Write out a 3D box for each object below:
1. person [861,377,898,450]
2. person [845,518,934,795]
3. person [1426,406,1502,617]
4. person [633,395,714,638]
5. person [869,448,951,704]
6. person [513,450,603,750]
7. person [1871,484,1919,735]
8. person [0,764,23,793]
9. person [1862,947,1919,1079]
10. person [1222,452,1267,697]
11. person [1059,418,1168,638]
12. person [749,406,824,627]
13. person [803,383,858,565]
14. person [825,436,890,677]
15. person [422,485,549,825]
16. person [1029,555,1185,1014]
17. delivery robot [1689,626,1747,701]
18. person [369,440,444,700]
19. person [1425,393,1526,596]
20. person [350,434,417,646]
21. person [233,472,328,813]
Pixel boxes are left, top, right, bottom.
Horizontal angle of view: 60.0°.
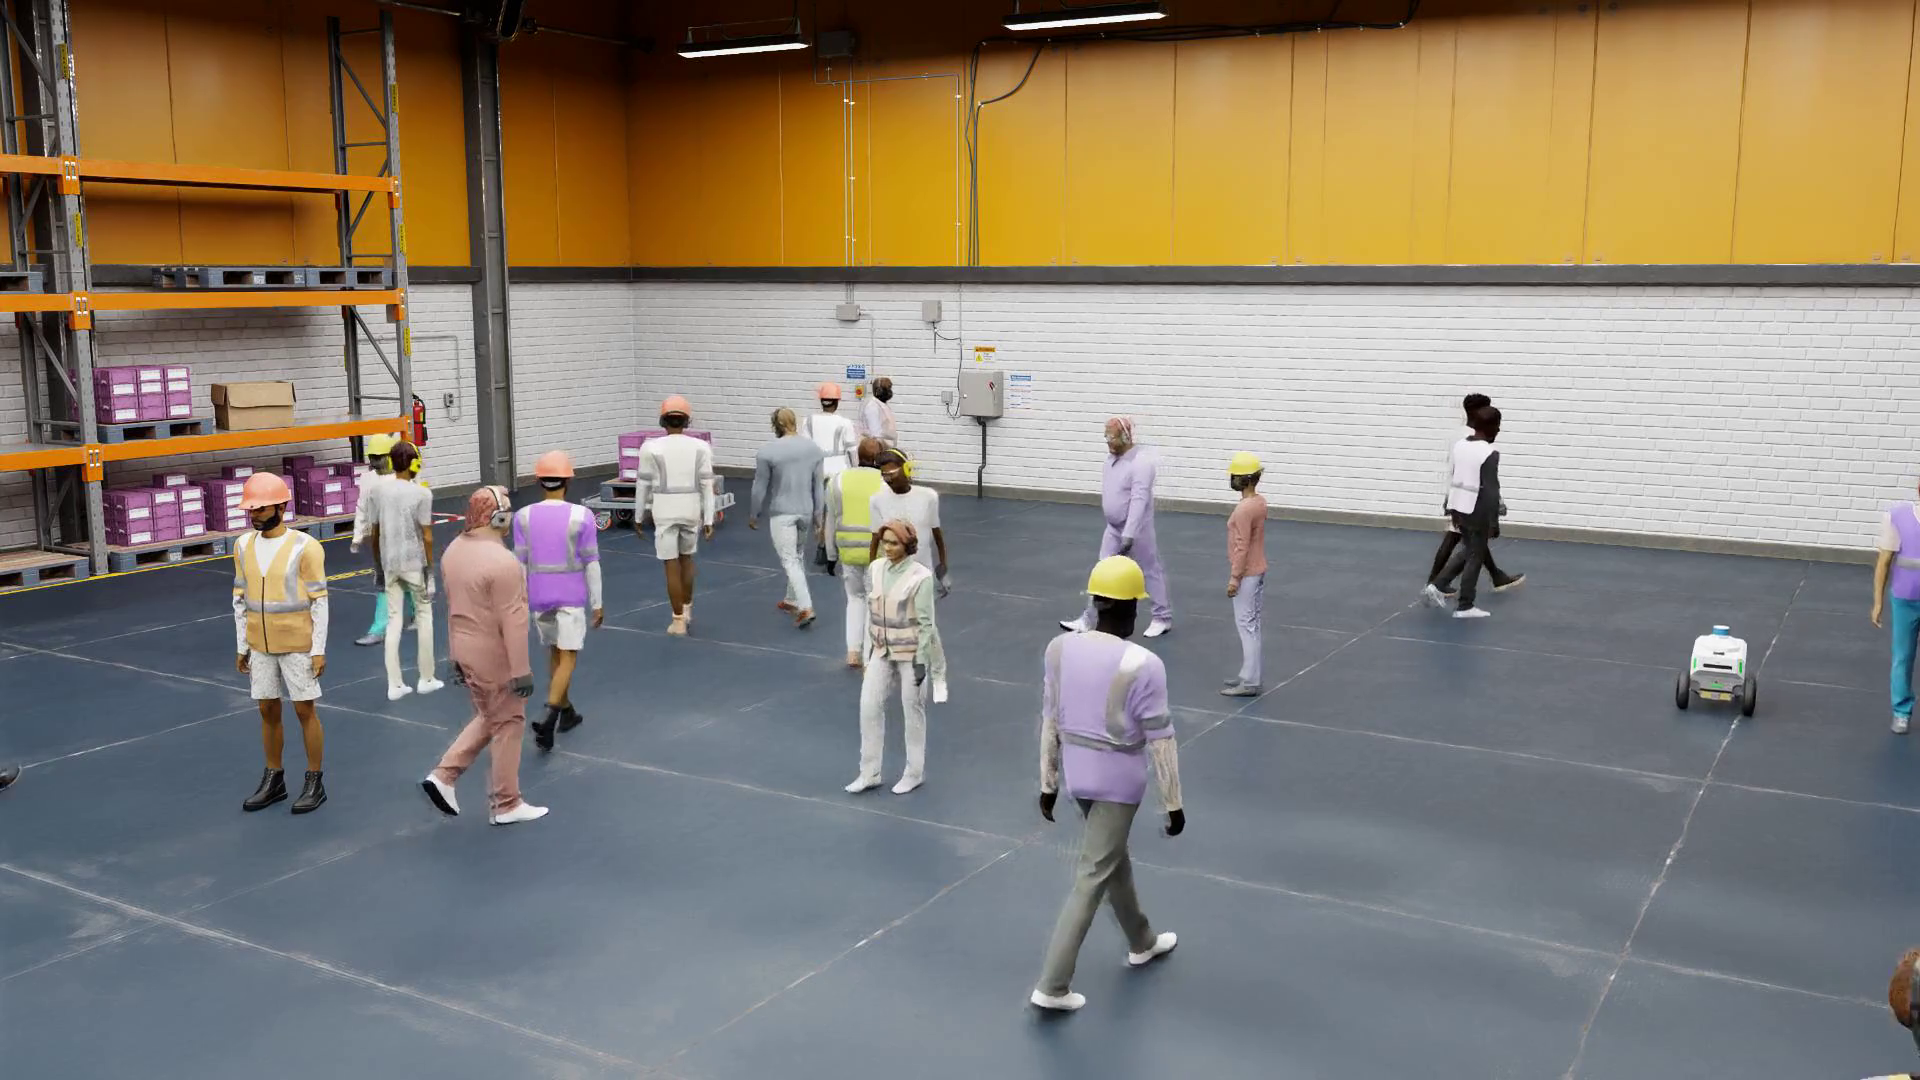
[{"bbox_3d":[-1.013,-1.062,20.033,0.957,1.803,0.621,3,10,18],"label":"person"},{"bbox_3d":[-0.409,0.690,9.571,0.546,1.621,0.562,8,12,40],"label":"person"},{"bbox_3d":[4.465,-0.234,14.573,0.492,1.892,0.597,-2,9,-13],"label":"person"},{"bbox_3d":[-2.422,-0.206,13.988,0.616,2.018,0.711,-5,10,-28],"label":"person"},{"bbox_3d":[-0.357,0.251,11.714,0.566,1.825,0.484,0,9,3],"label":"person"},{"bbox_3d":[-2.609,0.383,10.709,0.560,1.909,0.910,1,9,6],"label":"person"},{"bbox_3d":[6.186,0.435,10.667,0.594,1.800,0.934,5,10,27],"label":"person"},{"bbox_3d":[-5.758,0.679,9.191,0.603,1.775,0.935,4,10,25],"label":"person"},{"bbox_3d":[1.940,1.657,3.058,0.796,1.796,0.430,9,12,43],"label":"person"},{"bbox_3d":[2.036,0.250,11.963,0.374,1.761,0.538,4,10,22],"label":"person"},{"bbox_3d":[1.339,-0.084,13.732,1.006,1.840,0.668,-5,11,-30],"label":"person"},{"bbox_3d":[-1.443,-0.208,14.415,0.630,1.896,0.934,-7,12,-38],"label":"person"},{"bbox_3d":[-1.350,-0.719,17.591,0.573,1.879,0.998,3,9,16],"label":"person"},{"bbox_3d":[-0.675,0.122,12.581,0.646,1.813,0.592,3,10,17],"label":"person"},{"bbox_3d":[-2.590,0.648,9.053,0.543,1.893,0.656,-8,12,-42],"label":"person"},{"bbox_3d":[0.620,0.997,6.936,1.007,1.878,0.610,-9,13,-43],"label":"person"},{"bbox_3d":[5.331,0.845,11.677,0.477,0.478,0.707,4,10,26],"label":"delivery robot"},{"bbox_3d":[-3.983,0.211,11.919,0.549,1.857,0.430,1,9,8],"label":"person"},{"bbox_3d":[4.859,-0.415,15.585,1.003,1.910,0.607,0,9,3],"label":"person"},{"bbox_3d":[-4.737,-0.028,13.815,0.522,1.726,0.922,4,10,25],"label":"person"},{"bbox_3d":[-3.823,0.579,9.328,0.550,1.935,0.376,2,9,11],"label":"person"}]
